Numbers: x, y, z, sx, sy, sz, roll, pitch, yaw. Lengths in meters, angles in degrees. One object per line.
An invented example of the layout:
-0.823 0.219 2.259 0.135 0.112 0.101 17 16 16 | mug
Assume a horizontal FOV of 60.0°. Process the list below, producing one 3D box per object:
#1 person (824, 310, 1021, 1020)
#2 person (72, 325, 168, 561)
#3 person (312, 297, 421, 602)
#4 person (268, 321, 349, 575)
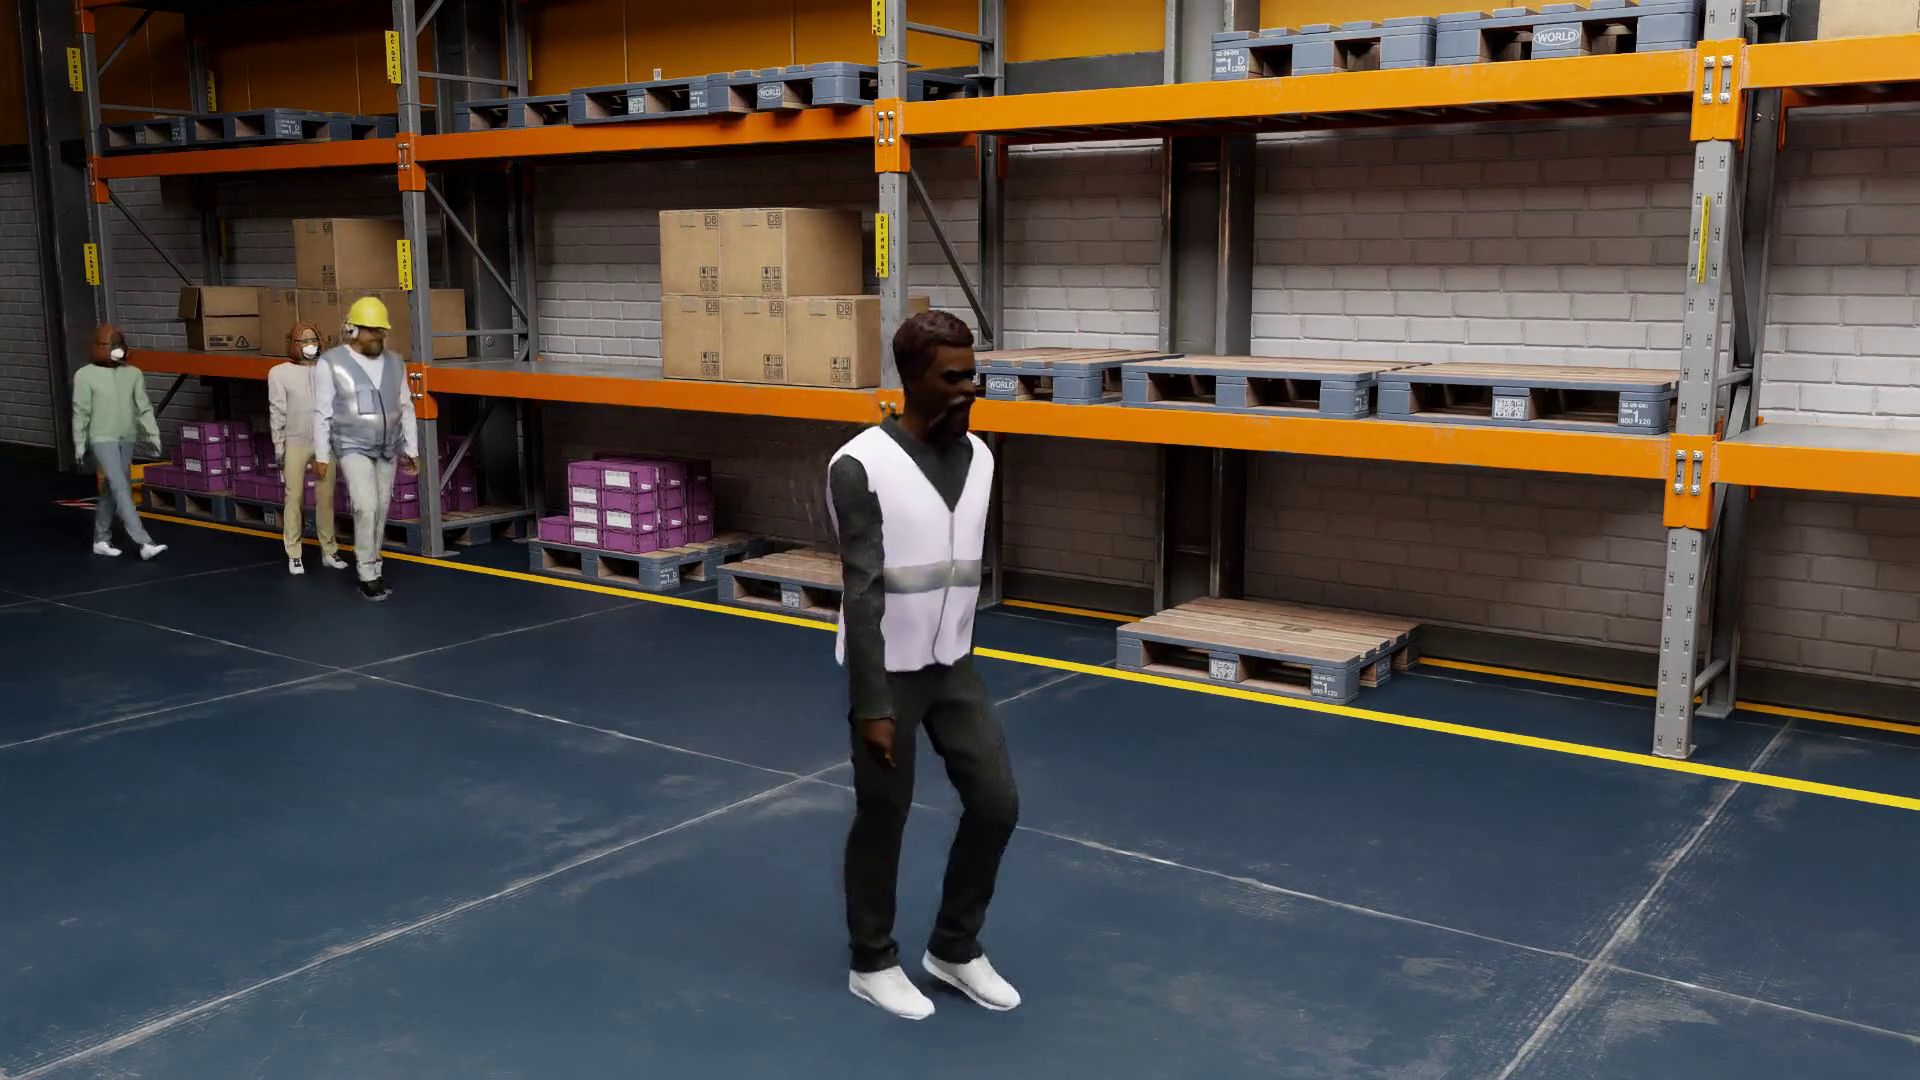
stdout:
-0.087 0.358 4.353 0.610 1.893 0.597 9 13 43 | person
-5.664 -0.652 11.242 0.843 1.581 0.522 4 11 25 | person
-3.473 -0.532 9.901 0.618 1.804 0.615 7 12 37 | person
-4.226 -0.602 10.829 0.497 1.634 0.279 -9 13 -42 | person
